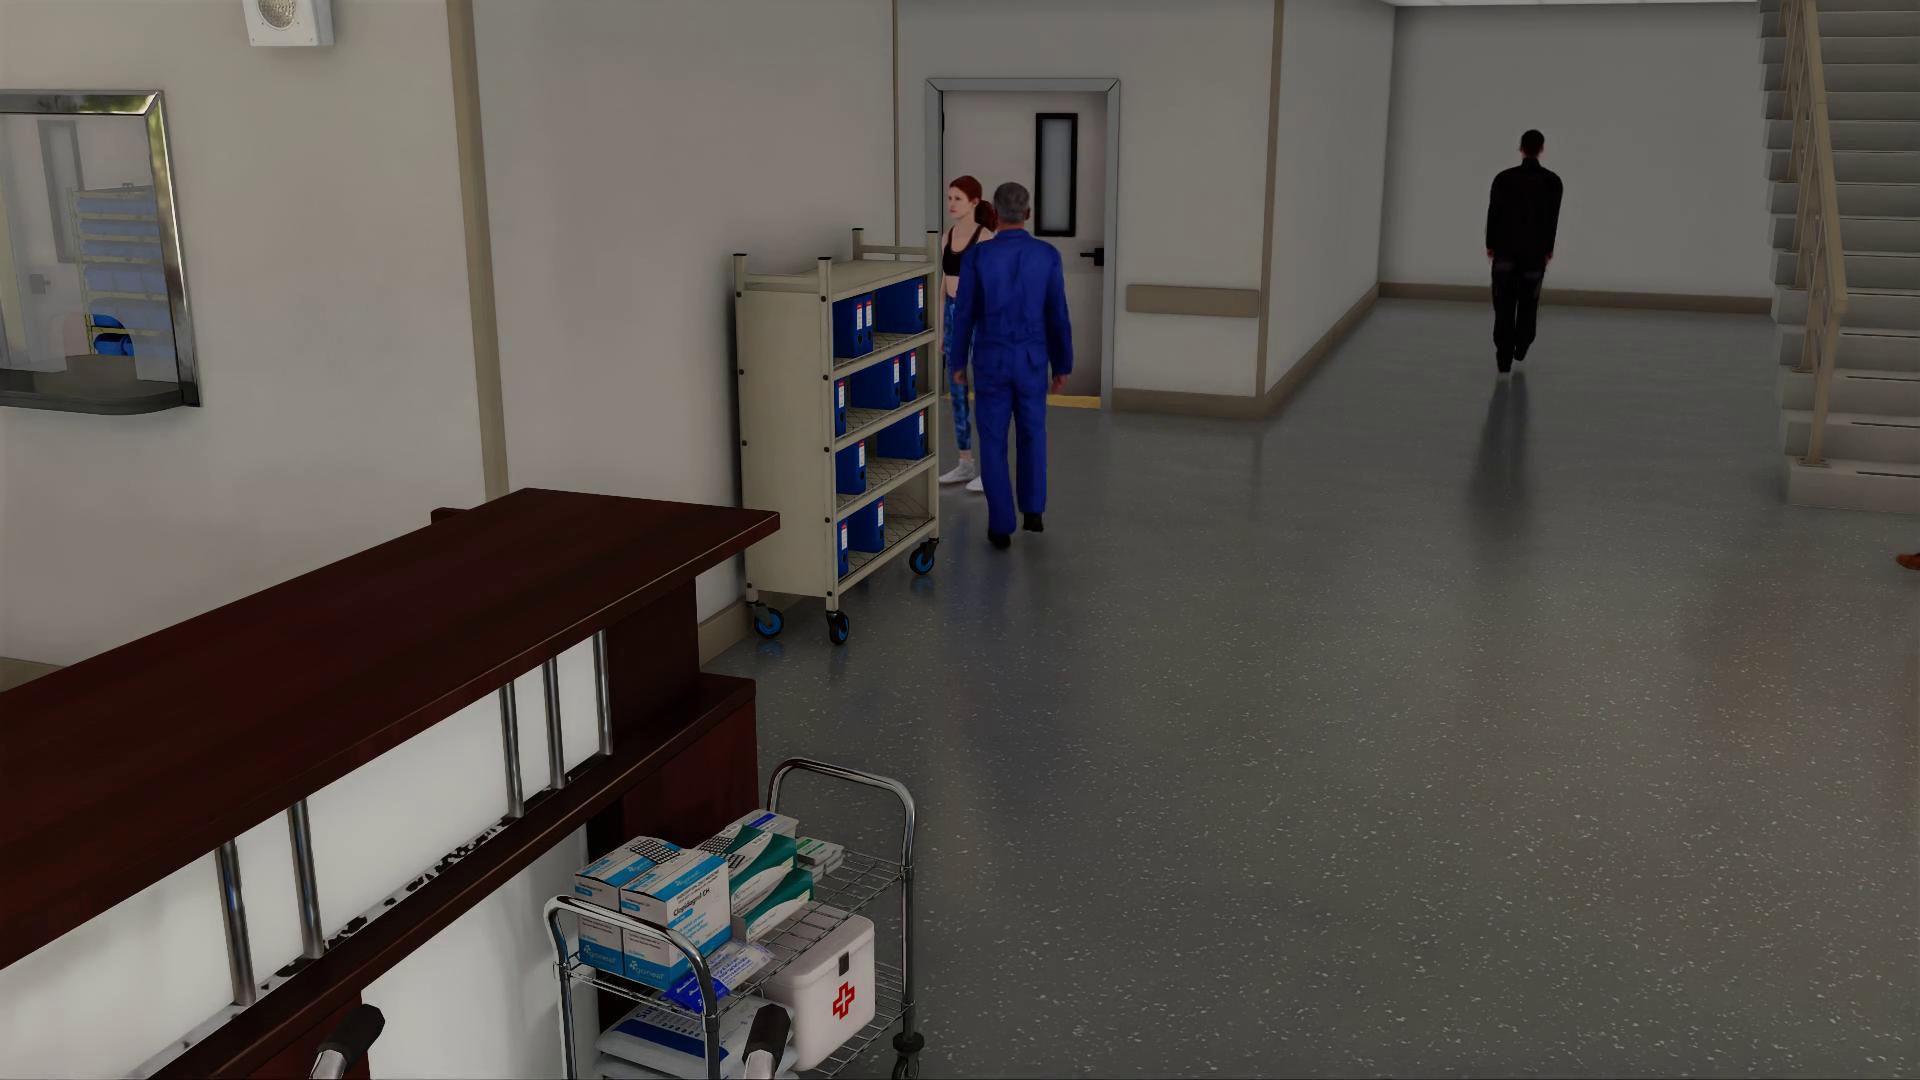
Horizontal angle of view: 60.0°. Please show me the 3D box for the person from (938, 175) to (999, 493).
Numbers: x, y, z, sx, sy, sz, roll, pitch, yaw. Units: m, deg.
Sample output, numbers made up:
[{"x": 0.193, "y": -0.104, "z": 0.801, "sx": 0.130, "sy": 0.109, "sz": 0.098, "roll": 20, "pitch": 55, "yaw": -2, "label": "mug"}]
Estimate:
[{"x": 0.052, "y": -1.172, "z": 9.507, "sx": 0.630, "sy": 1.782, "sz": 0.650, "roll": 15, "pitch": 21, "yaw": 42, "label": "person"}]

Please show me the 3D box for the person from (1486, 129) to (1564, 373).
[{"x": 4.427, "y": -2.240, "z": 13.153, "sx": 0.732, "sy": 1.860, "sz": 1.169, "roll": 4, "pitch": 16, "yaw": 16, "label": "person"}]

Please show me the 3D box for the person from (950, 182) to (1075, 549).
[{"x": 0.264, "y": -0.840, "z": 8.277, "sx": 0.871, "sy": 1.811, "sz": 0.856, "roll": -3, "pitch": 16, "yaw": -10, "label": "person"}]
